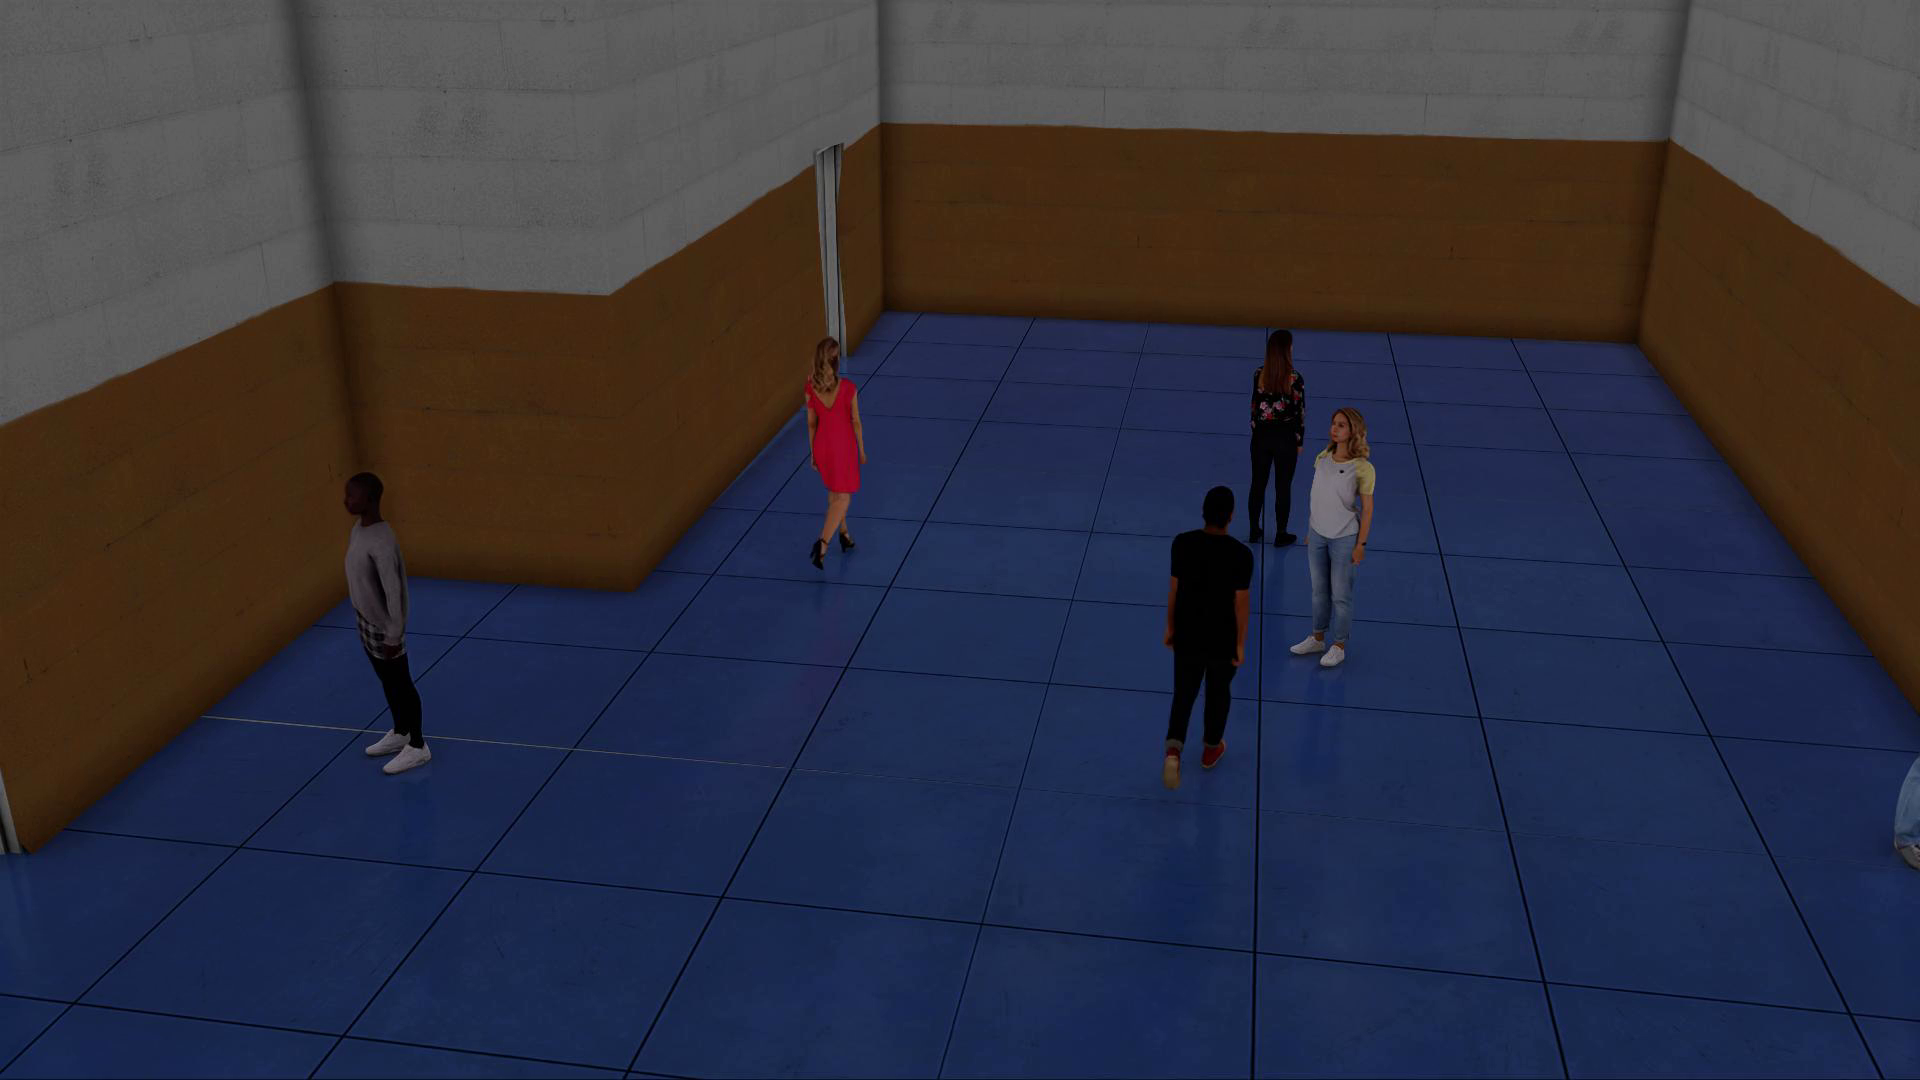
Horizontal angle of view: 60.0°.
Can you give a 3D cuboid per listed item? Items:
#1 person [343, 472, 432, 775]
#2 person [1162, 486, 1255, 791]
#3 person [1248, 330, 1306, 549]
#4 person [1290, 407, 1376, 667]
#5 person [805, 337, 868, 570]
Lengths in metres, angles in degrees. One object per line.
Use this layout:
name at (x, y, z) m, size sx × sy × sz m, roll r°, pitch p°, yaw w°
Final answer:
person at (-3.246, 0.456, 9.393) m, size 0.746 × 1.771 × 0.674 m, roll -16°, pitch 27°, yaw -35°
person at (1.334, 0.559, 9.182) m, size 1.002 × 1.738 × 0.849 m, roll 10°, pitch 24°, yaw 22°
person at (2.381, -0.771, 12.565) m, size 0.566 × 1.683 × 0.695 m, roll 14°, pitch 26°, yaw 30°
person at (2.409, -0.027, 10.639) m, size 0.768 × 1.723 × 0.694 m, roll -17°, pitch 27°, yaw -35°
person at (-0.935, -0.605, 12.131) m, size 1.007 × 1.699 × 0.815 m, roll 10°, pitch 24°, yaw 23°
